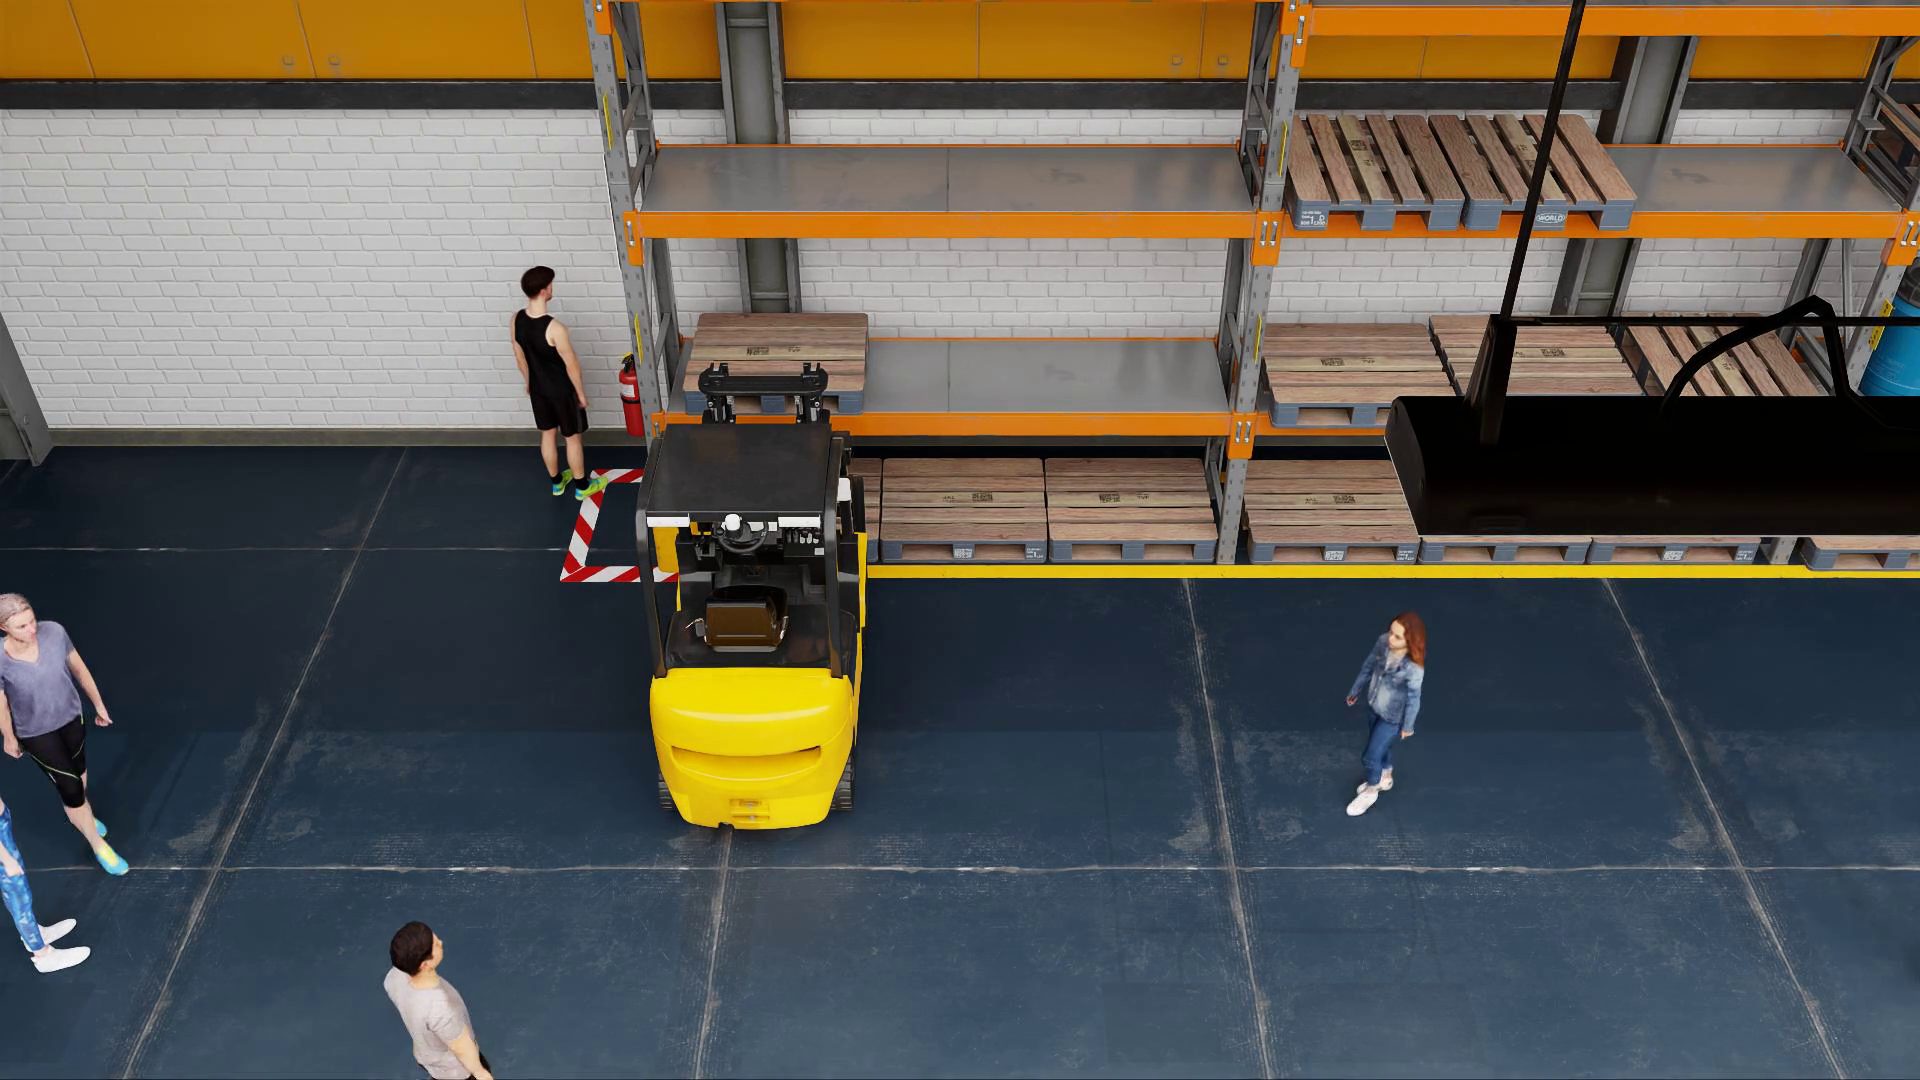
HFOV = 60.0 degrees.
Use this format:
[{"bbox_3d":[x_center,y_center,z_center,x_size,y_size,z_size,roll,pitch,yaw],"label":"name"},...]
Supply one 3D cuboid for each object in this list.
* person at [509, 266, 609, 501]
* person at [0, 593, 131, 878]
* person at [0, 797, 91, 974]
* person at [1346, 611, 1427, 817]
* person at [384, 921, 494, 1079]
[{"bbox_3d":[-2.964,-1.117,12.121,0.666,1.891,0.821,15,41,18],"label":"person"},{"bbox_3d":[-5.227,1.018,9.474,1.088,1.857,0.965,23,44,26],"label":"person"},{"bbox_3d":[-5.100,1.604,8.796,0.745,1.788,0.694,-26,45,-28],"label":"person"},{"bbox_3d":[2.594,0.979,9.839,0.700,1.464,0.652,-12,40,-15],"label":"person"},{"bbox_3d":[-2.468,2.453,7.800,0.998,1.703,0.924,-30,48,-32],"label":"person"}]
